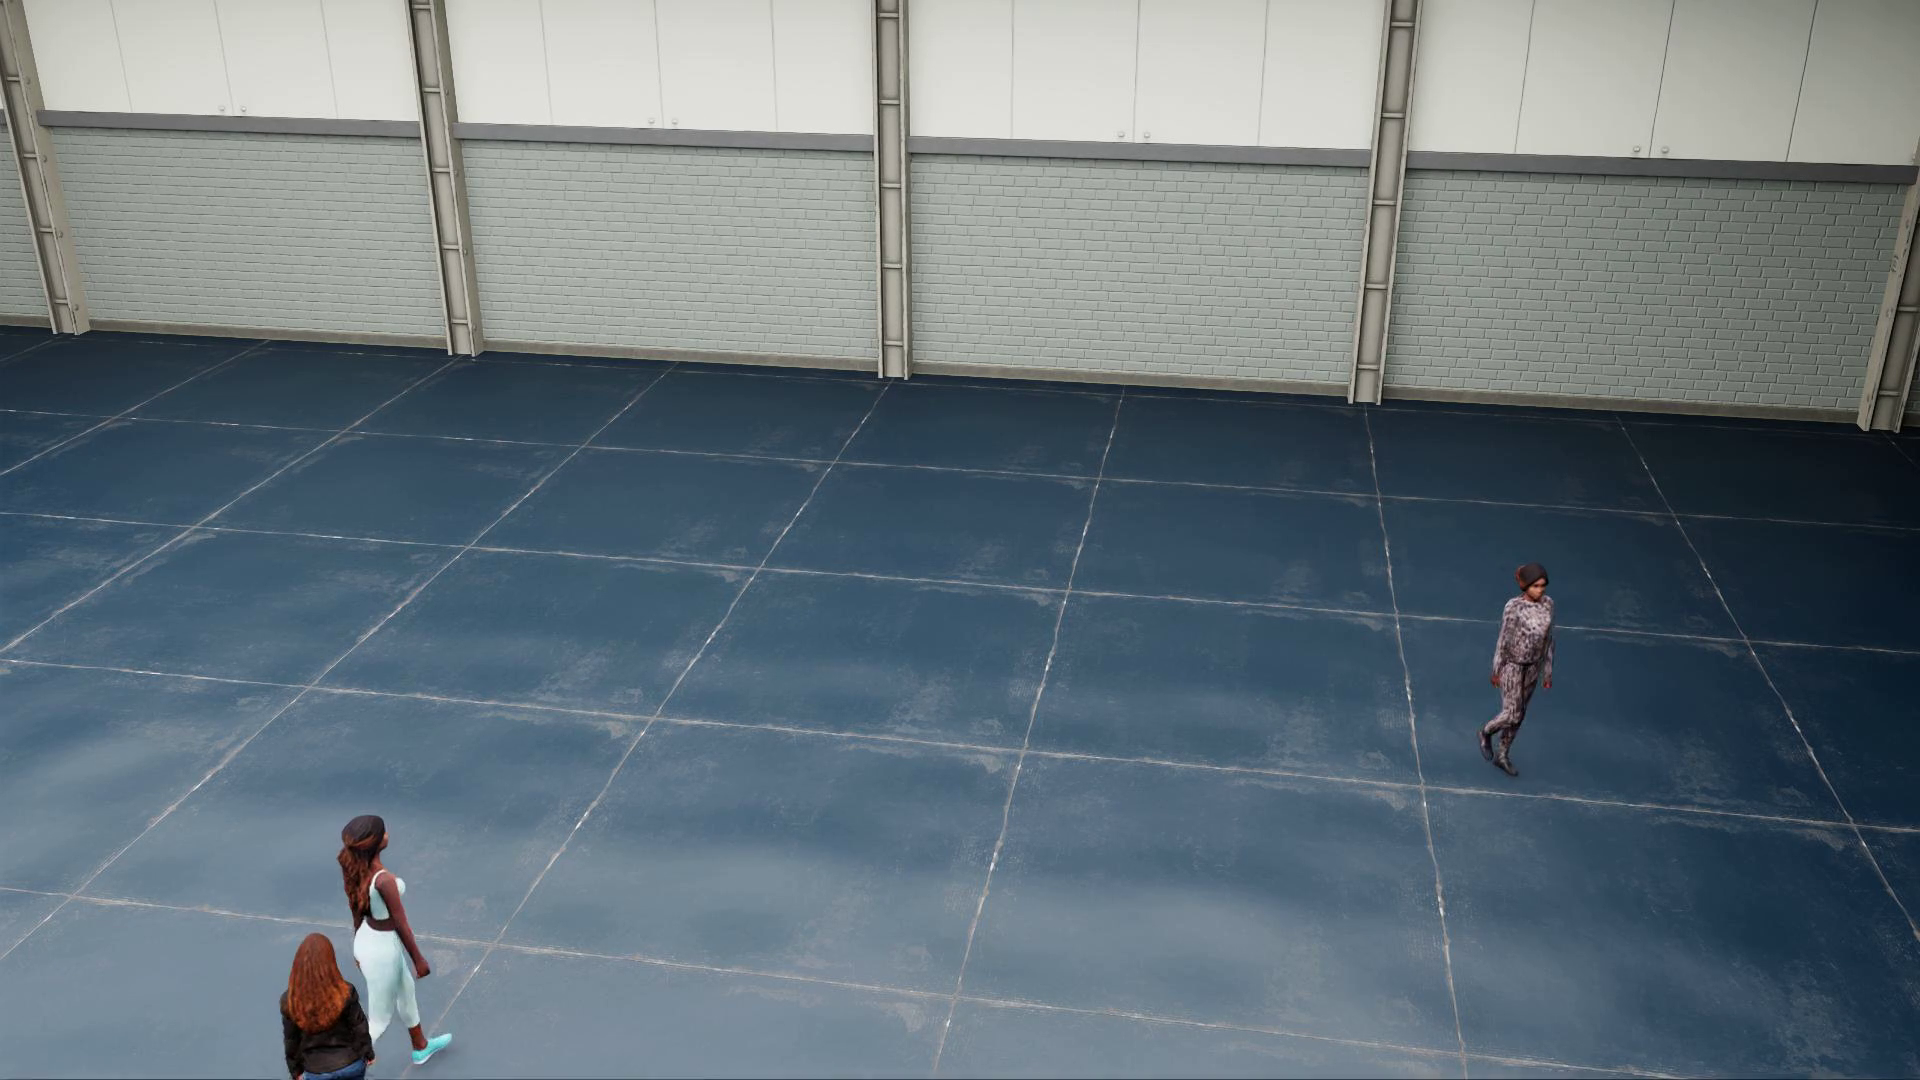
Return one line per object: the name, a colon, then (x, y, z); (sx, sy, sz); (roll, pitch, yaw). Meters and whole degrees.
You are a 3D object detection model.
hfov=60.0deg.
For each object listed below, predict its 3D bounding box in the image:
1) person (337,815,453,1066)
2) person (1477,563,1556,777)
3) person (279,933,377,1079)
person: (-3.226, 2.323, 9.077); (1.097, 1.697, 1.020); (20, 30, 39)
person: (4.112, 0.927, 12.351); (0.749, 1.704, 0.789); (-6, 24, -15)
person: (-3.210, 2.698, 8.489); (0.767, 1.467, 0.785); (-5, 24, -13)
